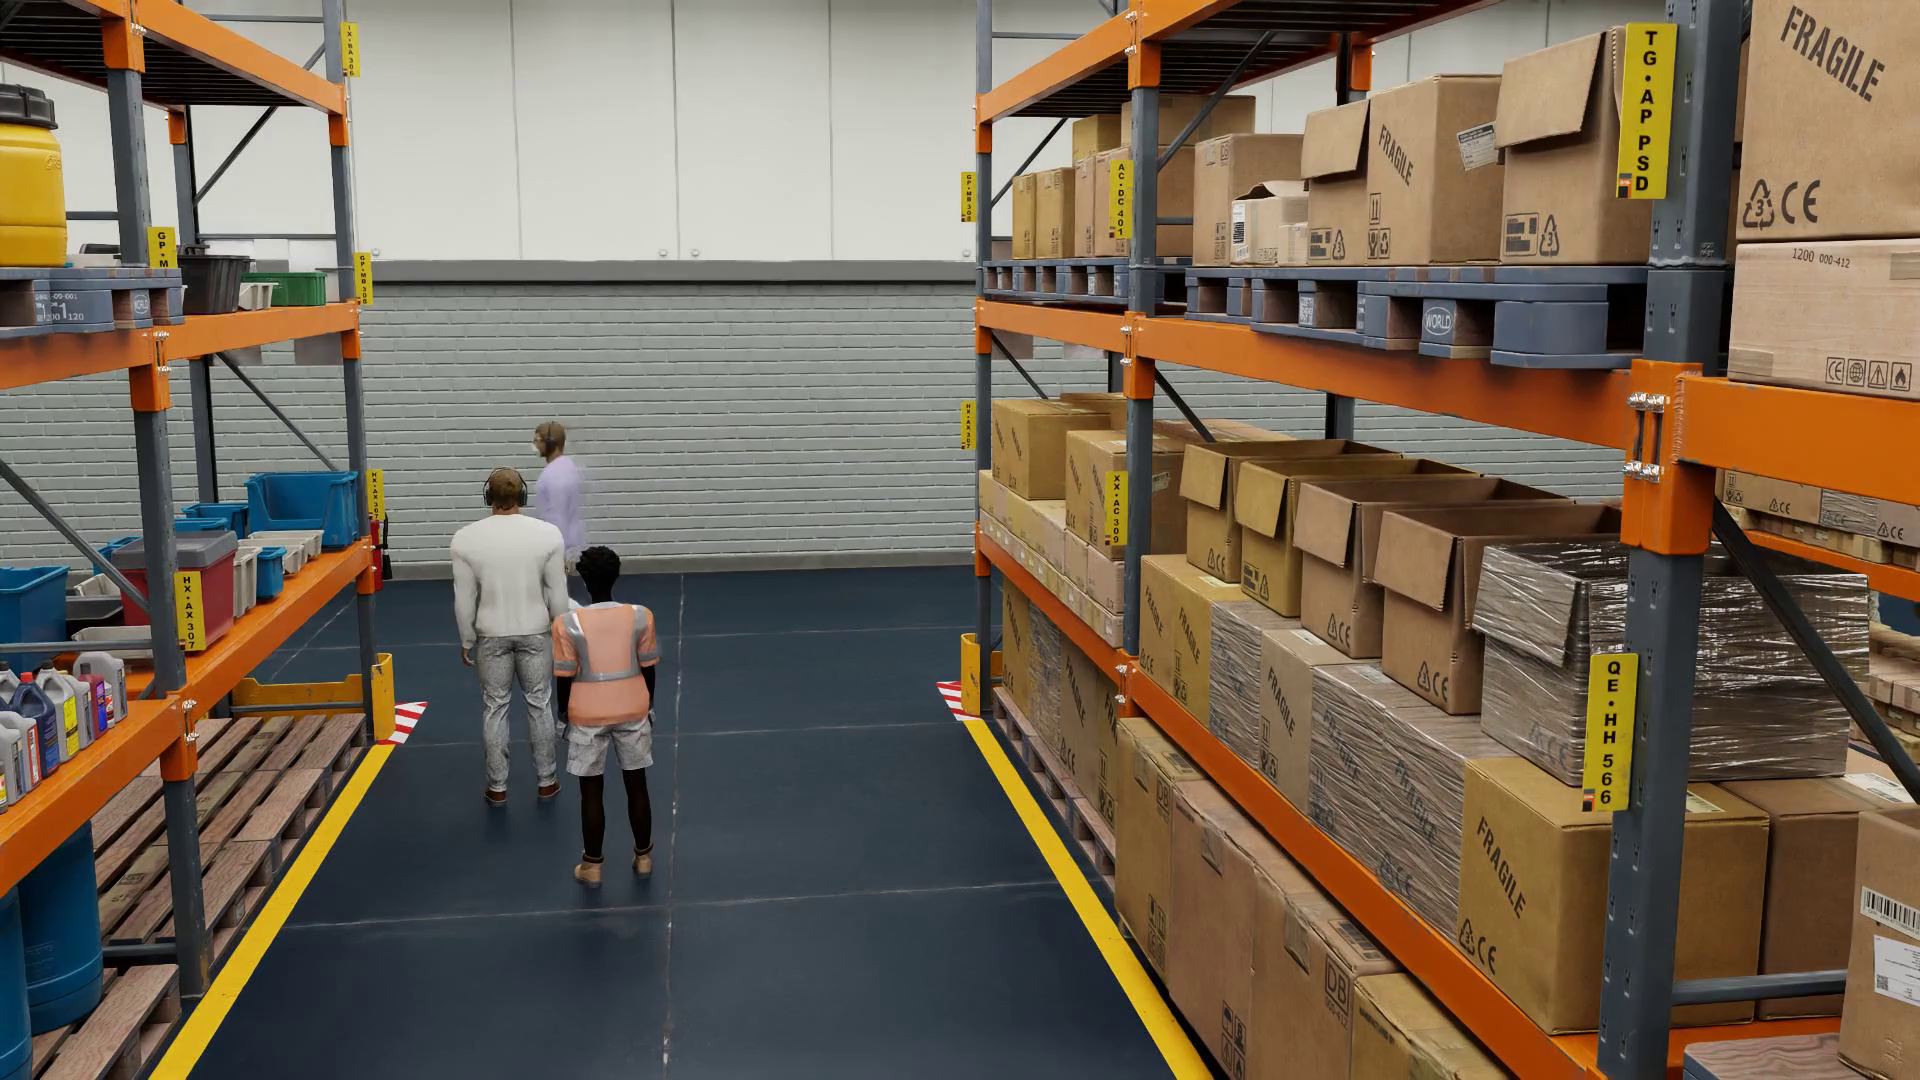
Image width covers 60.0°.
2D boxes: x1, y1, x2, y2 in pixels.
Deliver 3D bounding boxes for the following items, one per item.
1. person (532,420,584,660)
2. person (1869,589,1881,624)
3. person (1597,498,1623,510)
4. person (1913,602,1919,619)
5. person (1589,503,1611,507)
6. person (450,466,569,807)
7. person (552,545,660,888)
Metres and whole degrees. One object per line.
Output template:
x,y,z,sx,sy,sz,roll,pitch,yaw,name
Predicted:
-2.972,0.051,12.554,0.640,1.922,0.633,-1,9,-6,person
6.460,0.182,11.955,0.516,1.857,0.322,-3,10,-17,person
3.527,0.680,9.046,0.578,1.808,0.939,1,9,8,person
7.147,0.096,11.987,0.627,2.020,0.825,0,9,-3,person
3.108,0.755,8.319,0.664,1.881,0.504,-8,12,-41,person
-2.539,0.547,9.436,0.632,1.940,0.372,-3,10,-16,person
-1.742,0.869,8.207,0.533,1.692,0.319,-5,10,-27,person
